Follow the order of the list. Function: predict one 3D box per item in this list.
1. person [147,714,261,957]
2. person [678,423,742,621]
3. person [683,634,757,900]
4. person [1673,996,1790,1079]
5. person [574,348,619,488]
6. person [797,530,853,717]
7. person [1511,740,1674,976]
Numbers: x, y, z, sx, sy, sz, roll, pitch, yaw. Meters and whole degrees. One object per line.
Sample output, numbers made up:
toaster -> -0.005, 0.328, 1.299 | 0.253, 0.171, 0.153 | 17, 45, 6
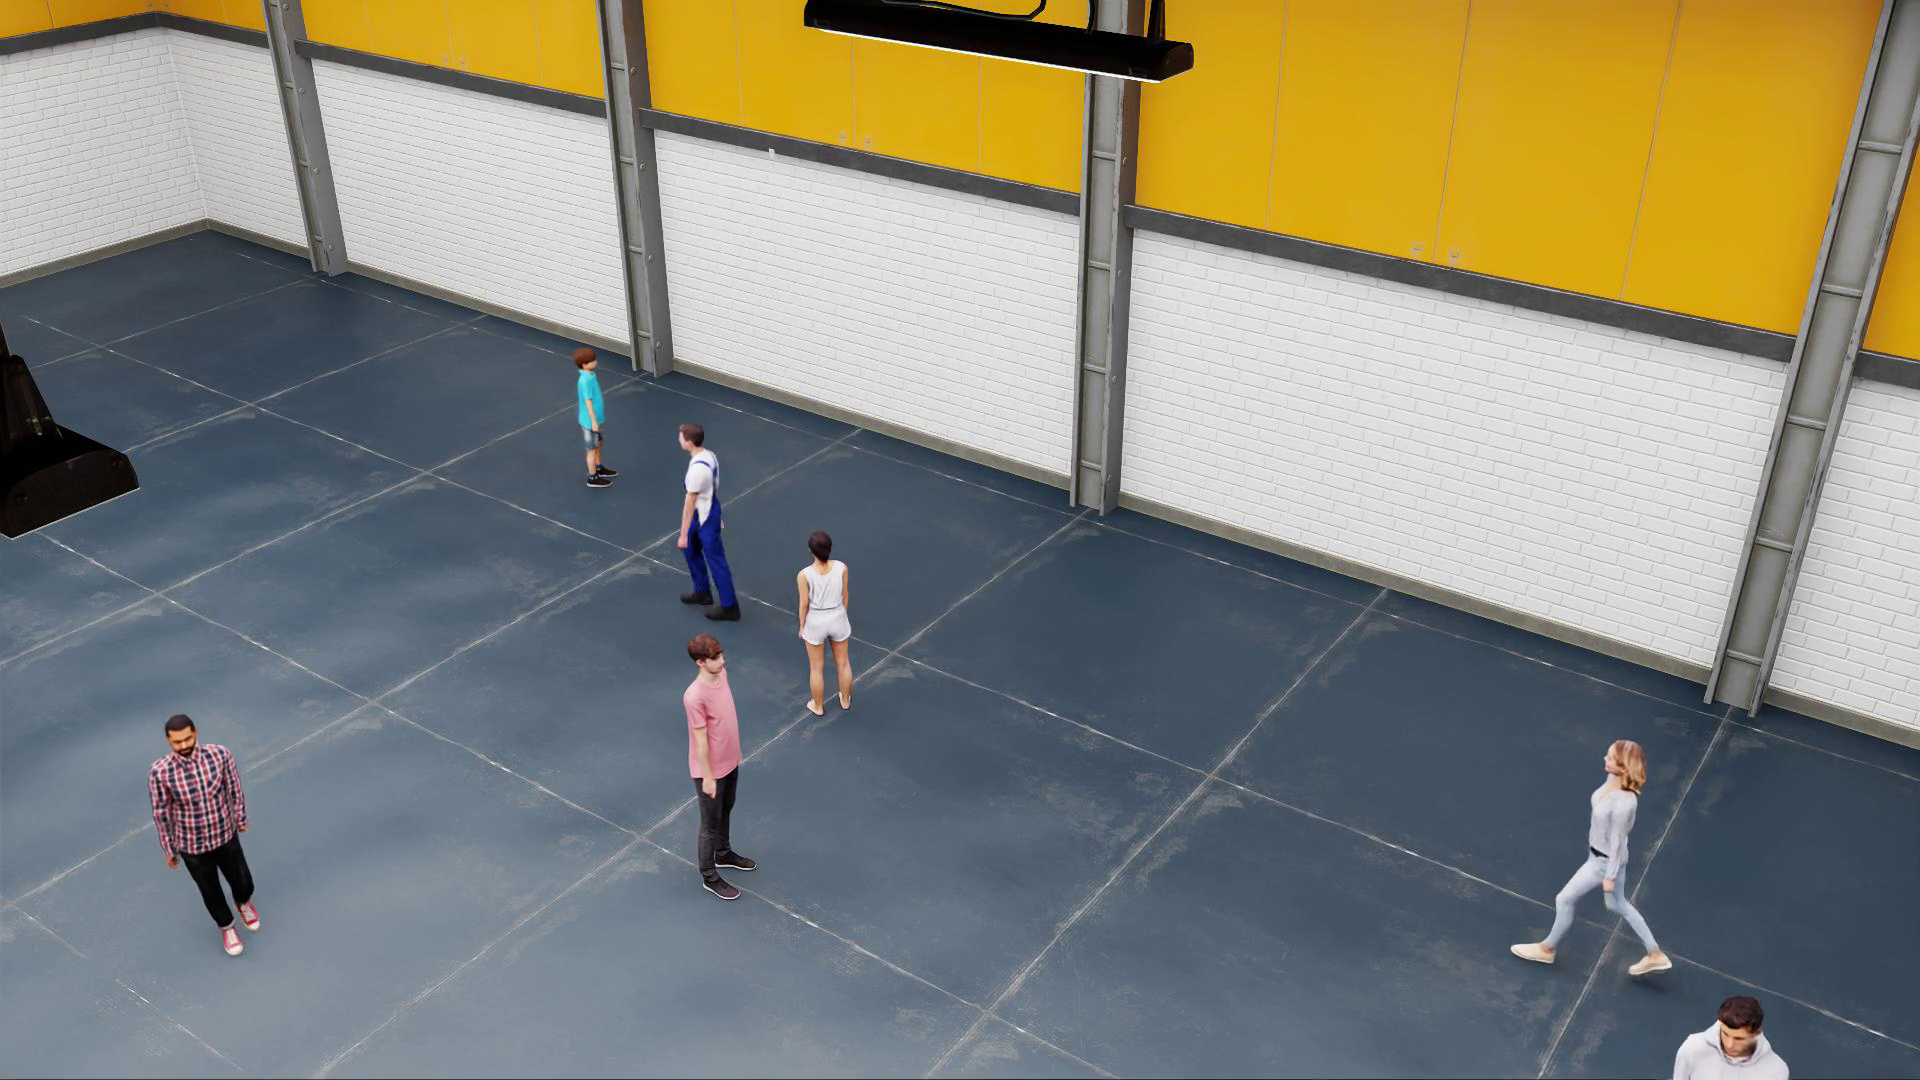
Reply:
person -> -4.813, 1.838, 10.599 | 0.804, 1.750, 0.810 | -16, 32, -27
person -> -2.064, -0.133, 14.130 | 0.947, 1.830, 0.852 | 2, 29, 3
person -> -1.634, 1.470, 11.058 | 0.660, 1.958, 0.700 | 8, 30, 14
person -> 3.780, 2.950, 8.392 | 0.737, 1.912, 0.822 | 10, 30, 17
person -> -3.681, -1.231, 16.539 | 0.660, 1.451, 0.614 | -1, 29, -2
person -> -1.047, 0.636, 12.938 | 0.657, 1.621, 0.692 | -10, 30, -18
person -> 4.079, 2.013, 10.274 | 1.244, 1.756, 0.835 | 10, 30, 18
